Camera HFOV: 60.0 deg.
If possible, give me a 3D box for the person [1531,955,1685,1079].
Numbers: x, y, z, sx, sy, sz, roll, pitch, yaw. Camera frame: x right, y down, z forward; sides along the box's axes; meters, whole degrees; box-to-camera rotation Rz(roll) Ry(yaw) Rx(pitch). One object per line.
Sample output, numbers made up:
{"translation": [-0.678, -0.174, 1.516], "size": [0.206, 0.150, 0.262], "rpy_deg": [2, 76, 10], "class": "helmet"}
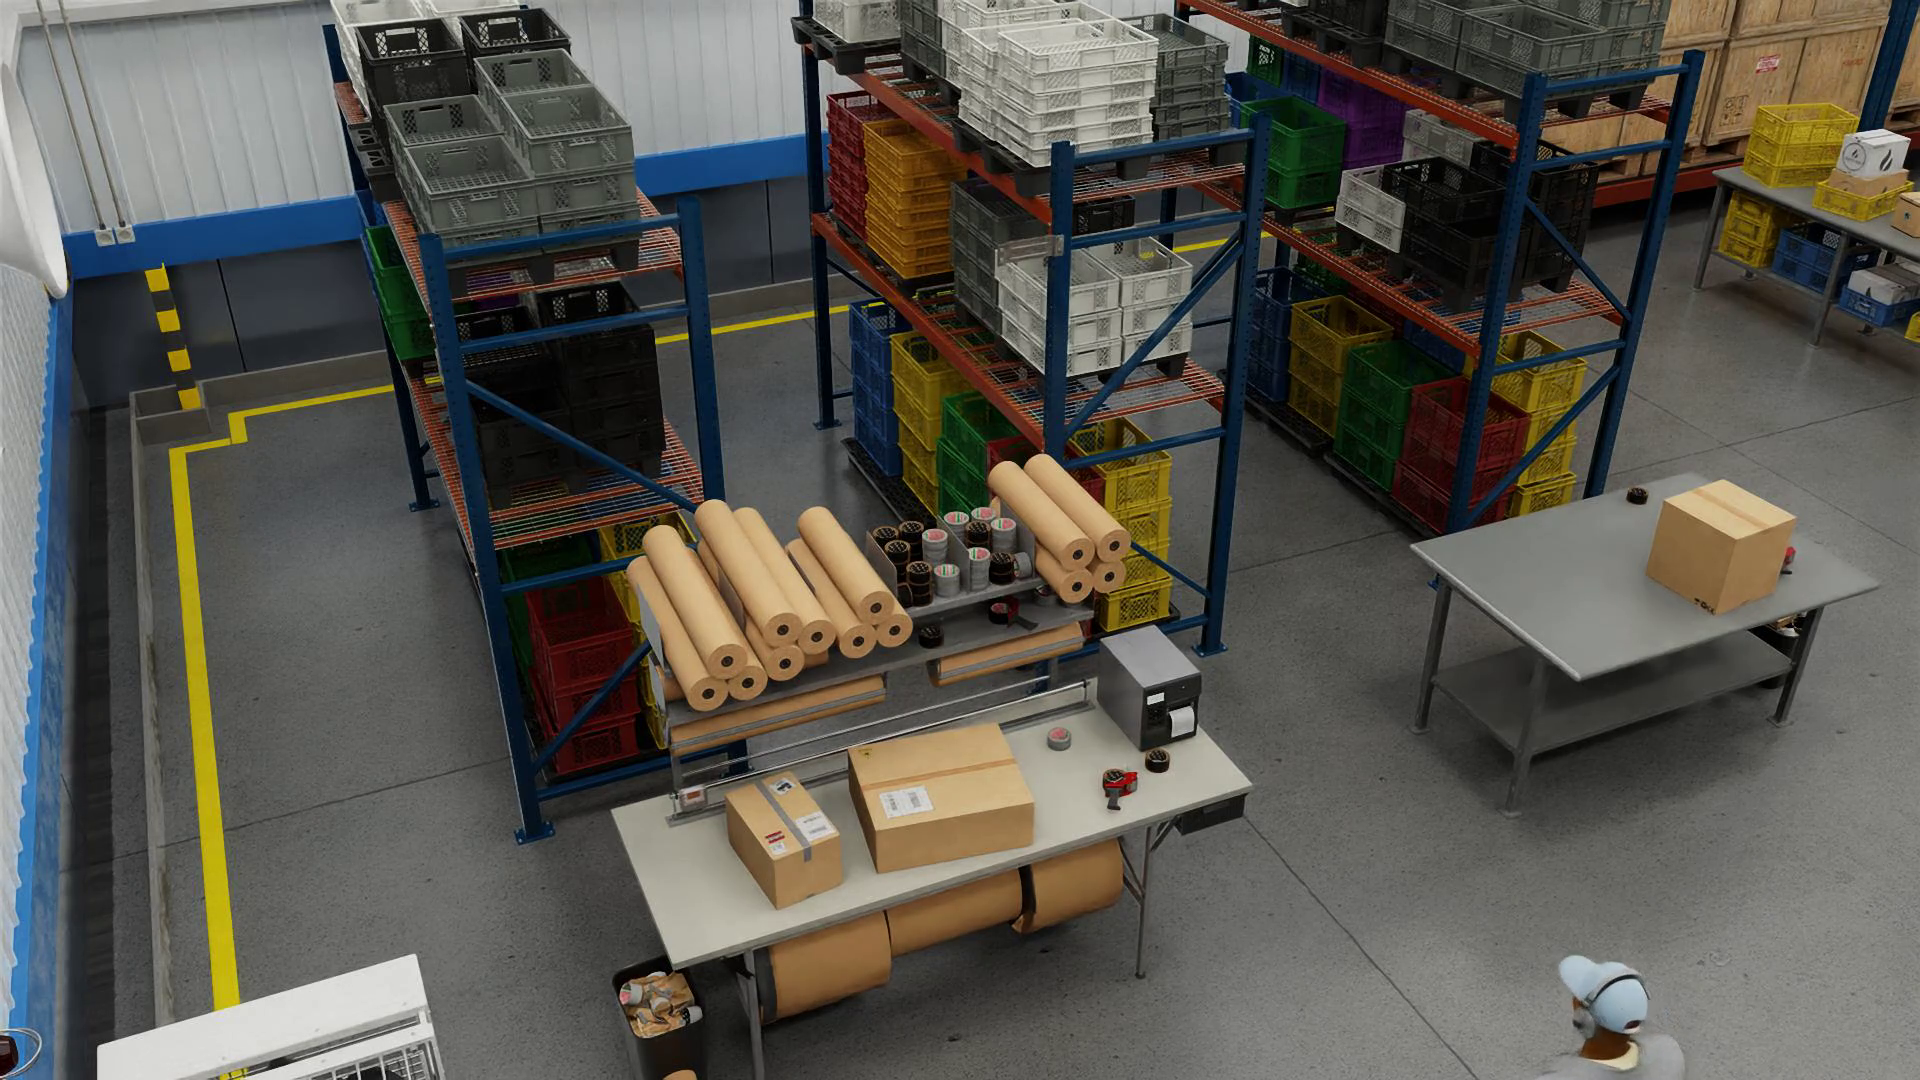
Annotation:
{"translation": [1.870, 2.009, 5.197], "size": [0.596, 1.850, 0.395], "rpy_deg": [-14, 34, -21], "class": "person"}
